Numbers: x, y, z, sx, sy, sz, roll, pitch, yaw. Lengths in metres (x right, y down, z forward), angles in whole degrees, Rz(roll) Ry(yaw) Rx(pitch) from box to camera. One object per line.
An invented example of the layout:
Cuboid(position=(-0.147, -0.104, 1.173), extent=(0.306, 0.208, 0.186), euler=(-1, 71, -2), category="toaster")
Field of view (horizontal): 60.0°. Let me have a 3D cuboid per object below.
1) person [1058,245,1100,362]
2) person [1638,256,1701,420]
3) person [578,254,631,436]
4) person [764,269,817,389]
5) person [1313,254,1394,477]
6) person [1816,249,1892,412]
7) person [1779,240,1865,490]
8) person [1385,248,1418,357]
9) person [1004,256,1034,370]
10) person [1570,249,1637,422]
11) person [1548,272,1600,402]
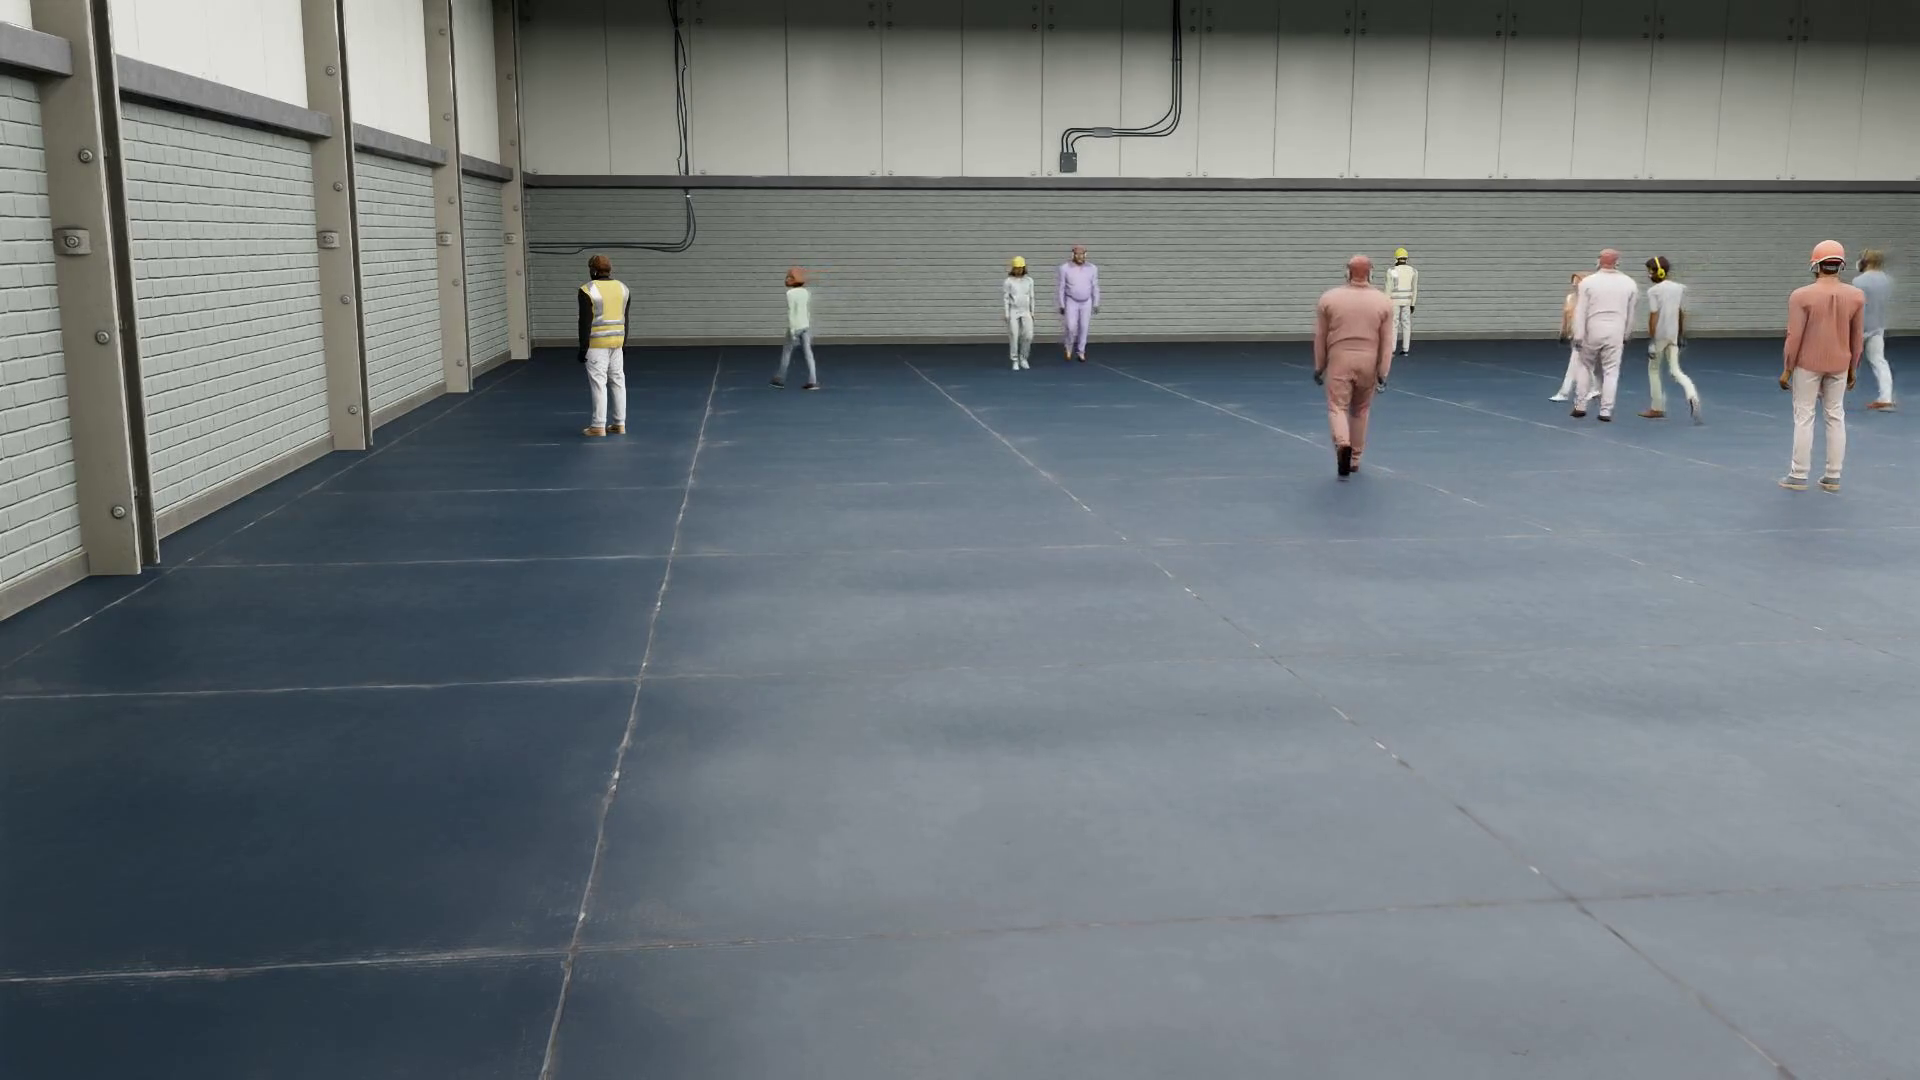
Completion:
Cuboid(position=(1.944, -3.820, 26.950), extent=(0.648, 1.891, 0.536), euler=(-2, 11, -10), category="person")
Cuboid(position=(7.814, -2.205, 18.295), extent=(0.567, 1.821, 0.796), euler=(-4, 11, -20), category="person")
Cuboid(position=(-3.652, -1.979, 16.973), extent=(0.429, 1.844, 0.626), euler=(8, 13, 36), category="person")
Cuboid(position=(-2.239, -2.808, 22.174), extent=(0.840, 1.588, 0.517), euler=(6, 12, 31), category="person")
Cuboid(position=(3.333, -1.475, 14.099), extent=(0.645, 1.884, 0.810), euler=(1, 10, 5), category="person")
Cuboid(position=(10.565, -2.458, 19.494), extent=(0.648, 1.880, 1.039), euler=(-5, 12, -26), category="person")
Cuboid(position=(6.886, -1.392, 13.328), extent=(0.623, 1.992, 0.396), euler=(0, 10, -1), category="person")
Cuboid(position=(7.441, -4.021, 28.187), extent=(0.600, 1.831, 0.404), euler=(-3, 11, -15), category="person")
Cuboid(position=(0.905, -3.436, 25.267), extent=(0.502, 1.725, 0.466), euler=(-3, 11, -14), category="person")
Cuboid(position=(7.109, -2.269, 18.455), extent=(0.651, 1.878, 0.761), euler=(1, 10, 7), category="person")
Cuboid(position=(7.663, -2.506, 20.535), extent=(0.872, 1.594, 0.536), euler=(-4, 11, -19), category="person")
